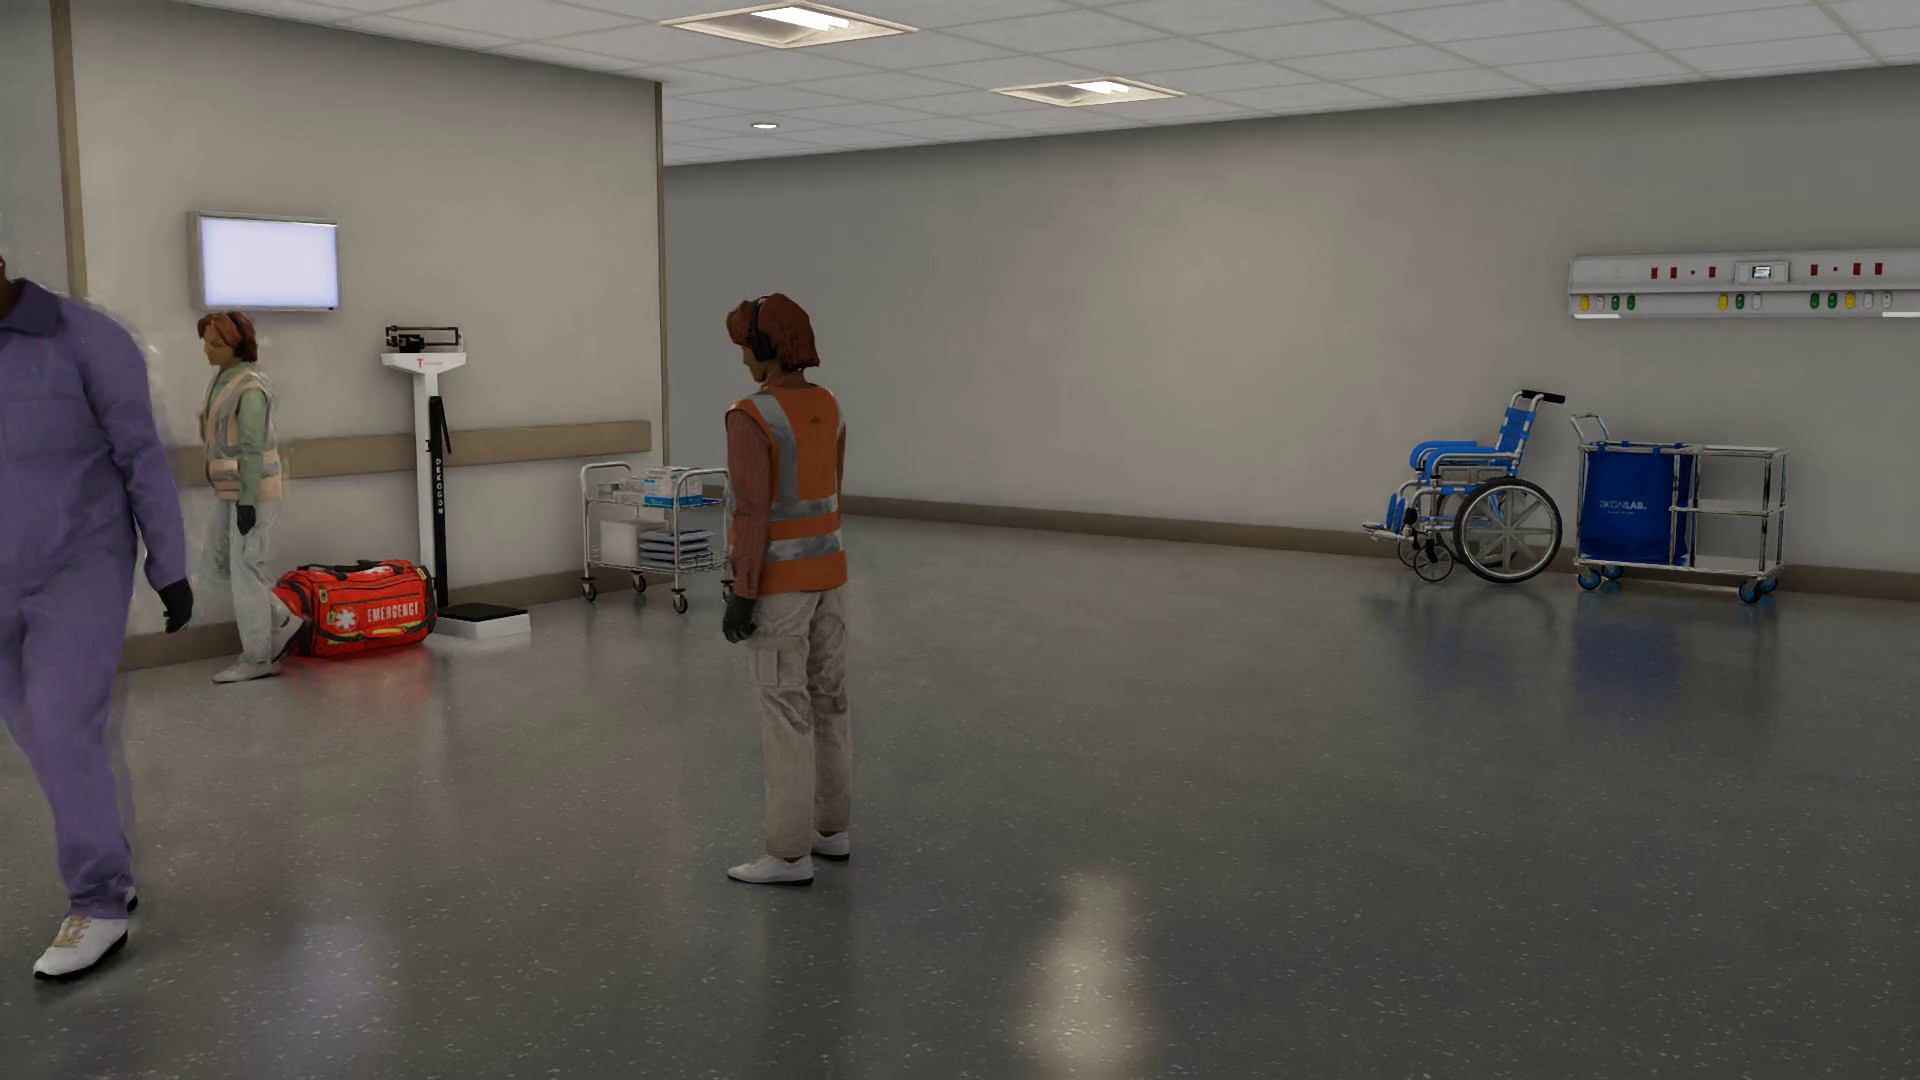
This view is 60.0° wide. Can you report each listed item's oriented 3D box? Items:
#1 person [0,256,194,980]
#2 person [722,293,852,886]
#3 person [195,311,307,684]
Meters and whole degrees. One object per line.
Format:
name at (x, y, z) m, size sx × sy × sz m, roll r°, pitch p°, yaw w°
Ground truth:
person at (-2.267, 0.109, 4.024) m, size 0.673 × 1.853 × 0.708 m, roll 0°, pitch 7°, yaw 1°
person at (-0.480, 0.139, 4.635) m, size 0.315 × 1.639 × 0.514 m, roll 4°, pitch 8°, yaw 26°
person at (-3.117, -0.179, 7.237) m, size 0.389 × 1.617 × 0.544 m, roll -6°, pitch 9°, yaw -38°
